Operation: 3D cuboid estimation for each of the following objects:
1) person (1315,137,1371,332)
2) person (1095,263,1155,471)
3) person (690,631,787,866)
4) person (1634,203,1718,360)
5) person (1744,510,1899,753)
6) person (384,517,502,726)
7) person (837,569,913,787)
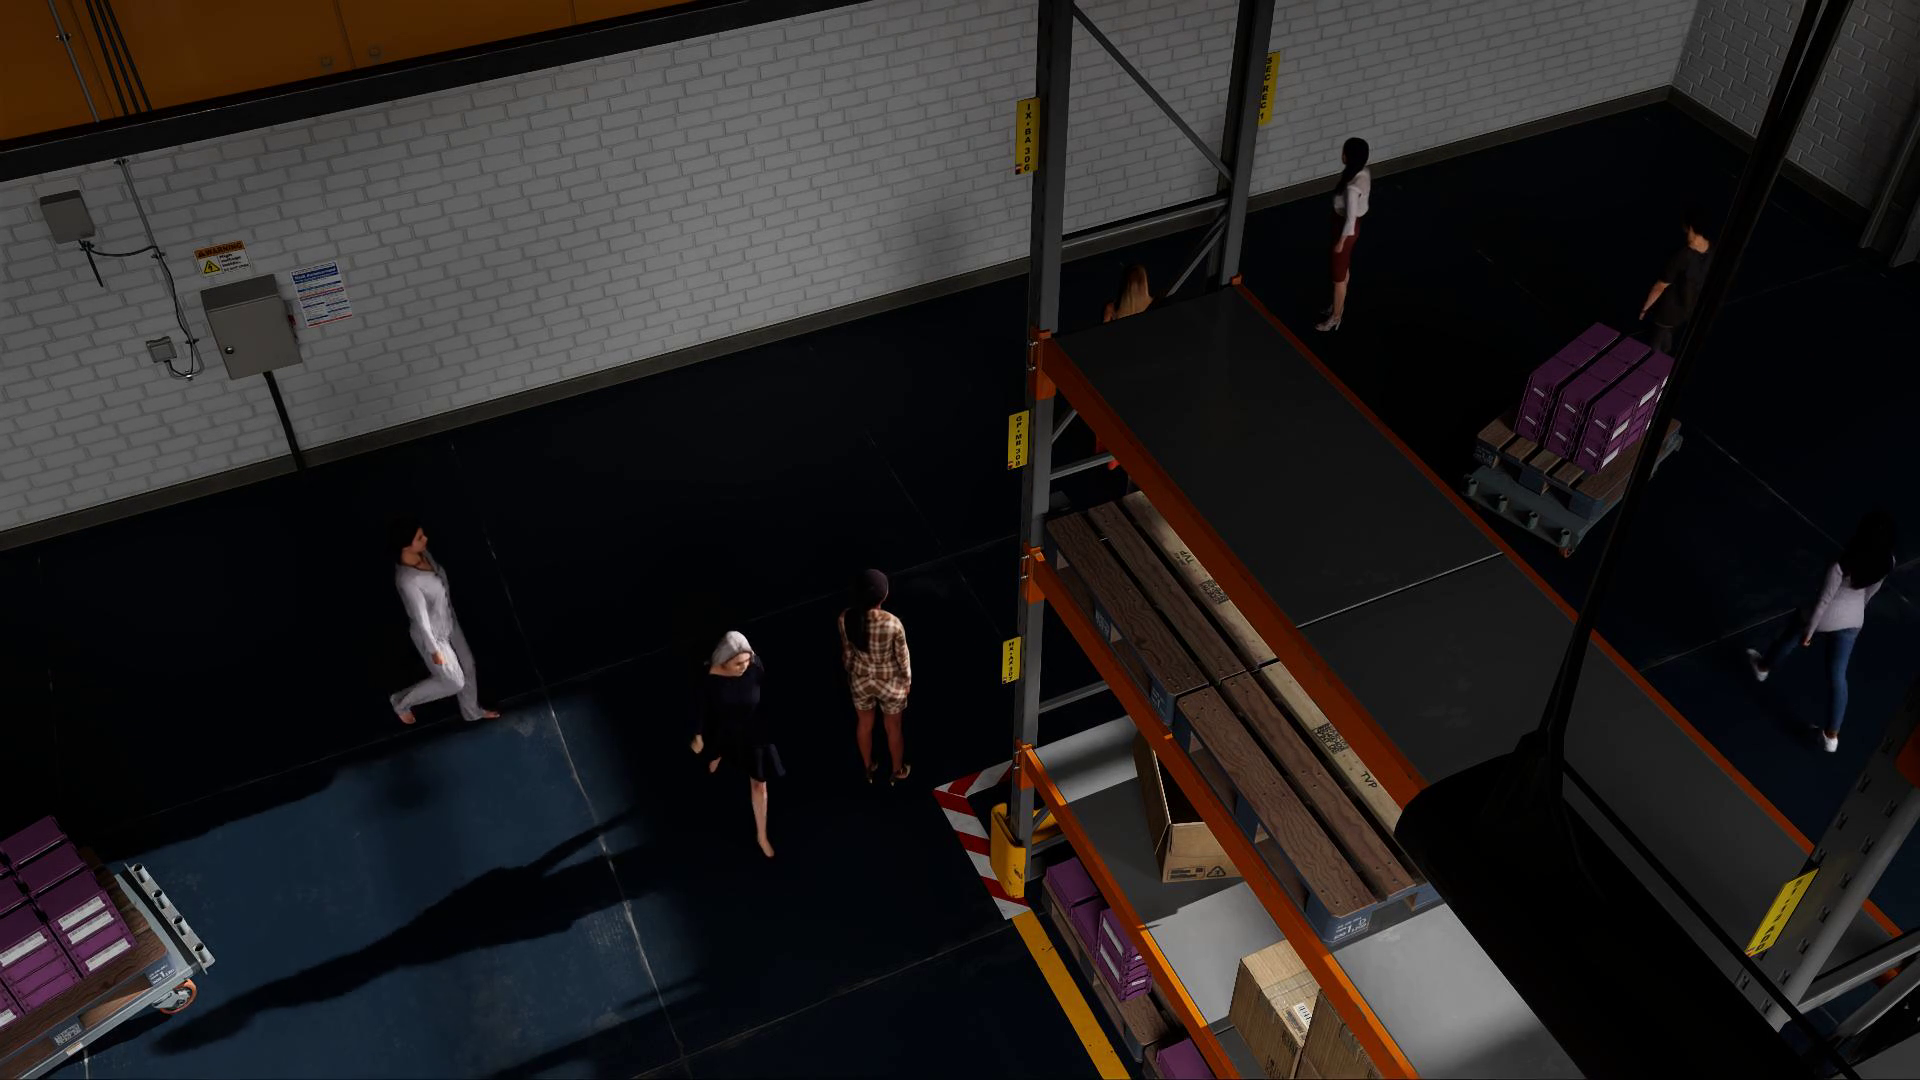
[{"bbox_3d":[3.123,-2.479,13.537,0.729,1.750,0.665,13,45,14],"label":"person"},{"bbox_3d":[1.231,-1.259,12.218,0.706,1.803,0.704,-2,44,-2],"label":"person"},{"bbox_3d":[-1.360,1.088,9.836,0.803,1.691,1.140,-7,44,-7],"label":"person"},{"bbox_3d":[5.566,-1.803,12.862,0.633,1.704,0.546,-17,46,-17],"label":"person"},{"bbox_3d":[5.494,0.581,10.371,0.873,1.687,1.250,-5,44,-6],"label":"person"},{"bbox_3d":[-3.347,0.567,10.335,0.877,1.756,0.919,-1,44,-1],"label":"person"},{"bbox_3d":[-0.497,0.863,10.000,0.678,1.792,0.730,12,45,12],"label":"person"}]
